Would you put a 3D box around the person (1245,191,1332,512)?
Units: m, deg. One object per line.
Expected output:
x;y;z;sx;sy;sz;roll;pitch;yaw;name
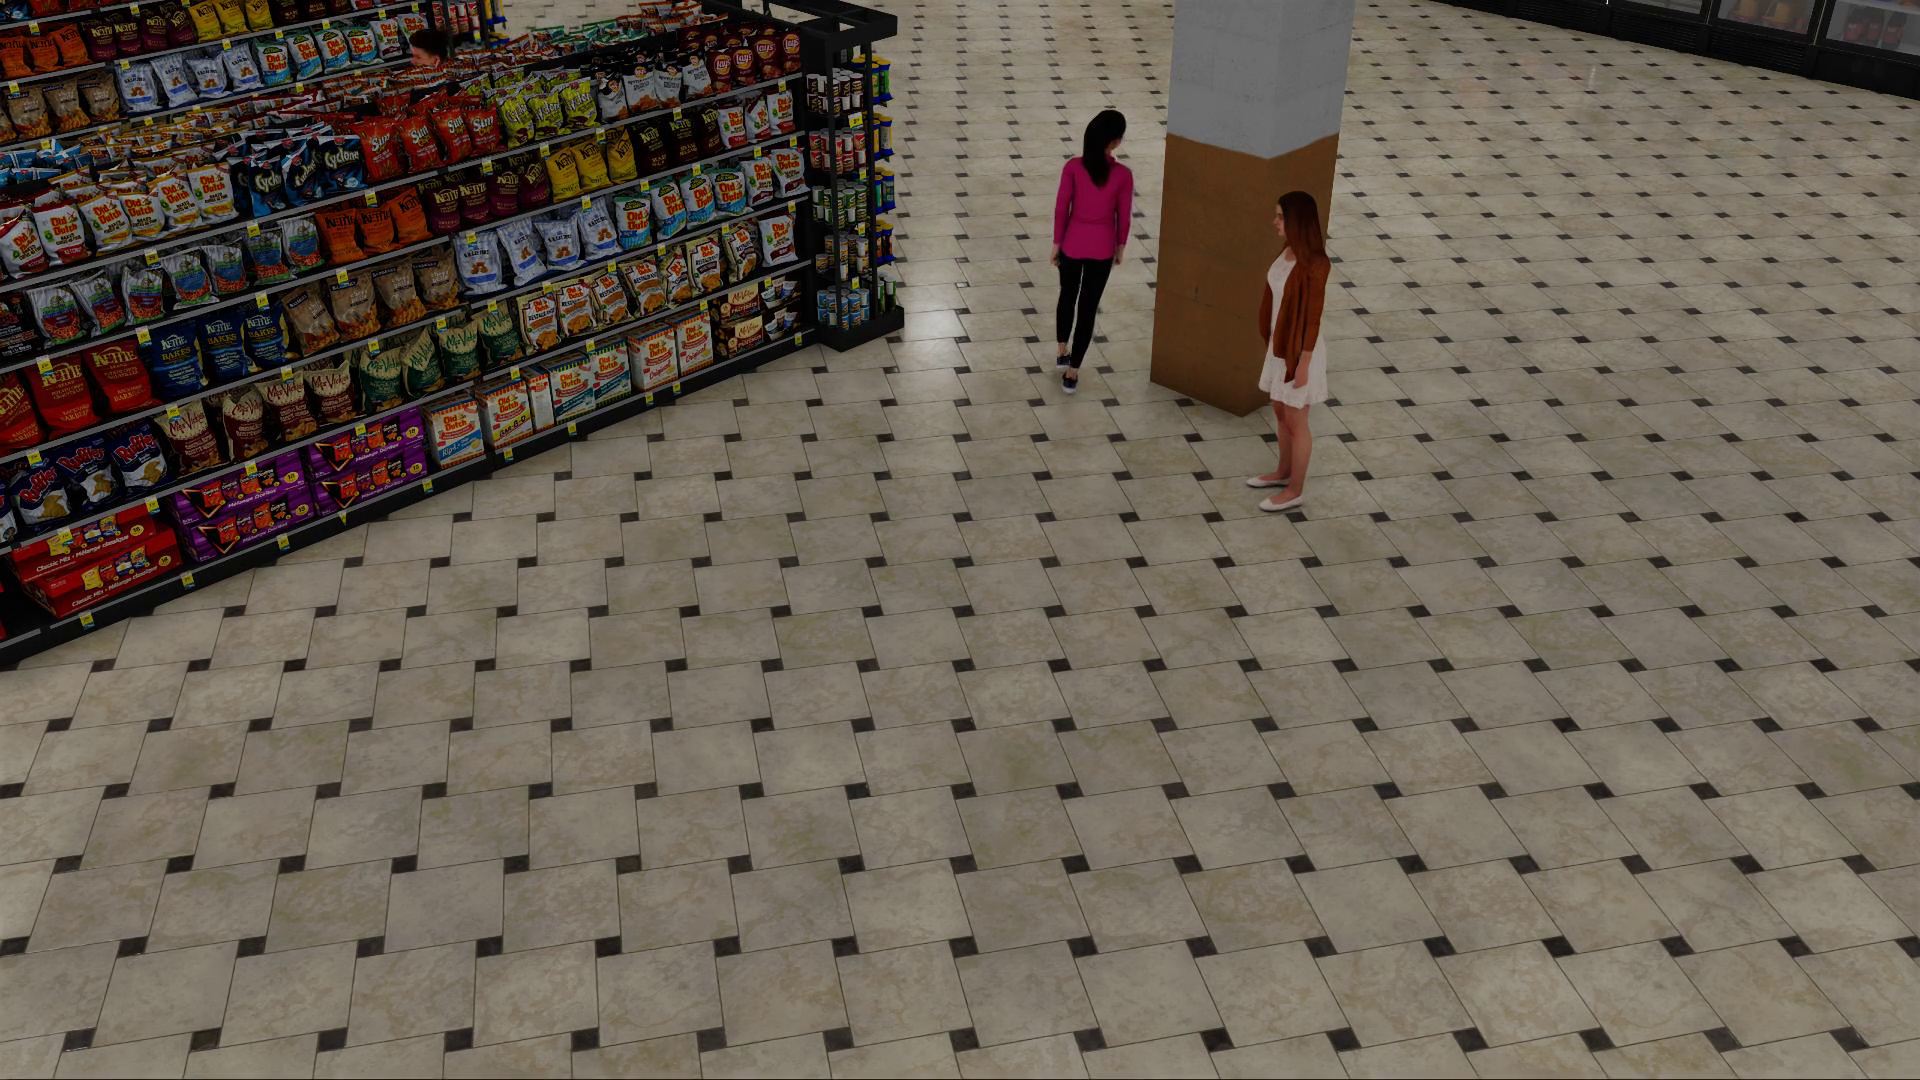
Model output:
1.739;-0.979;8.574;0.720;1.712;0.704;-8;33;-12;person

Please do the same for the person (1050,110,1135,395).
0.740;-1.625;9.649;0.773;1.673;0.838;5;32;8;person
